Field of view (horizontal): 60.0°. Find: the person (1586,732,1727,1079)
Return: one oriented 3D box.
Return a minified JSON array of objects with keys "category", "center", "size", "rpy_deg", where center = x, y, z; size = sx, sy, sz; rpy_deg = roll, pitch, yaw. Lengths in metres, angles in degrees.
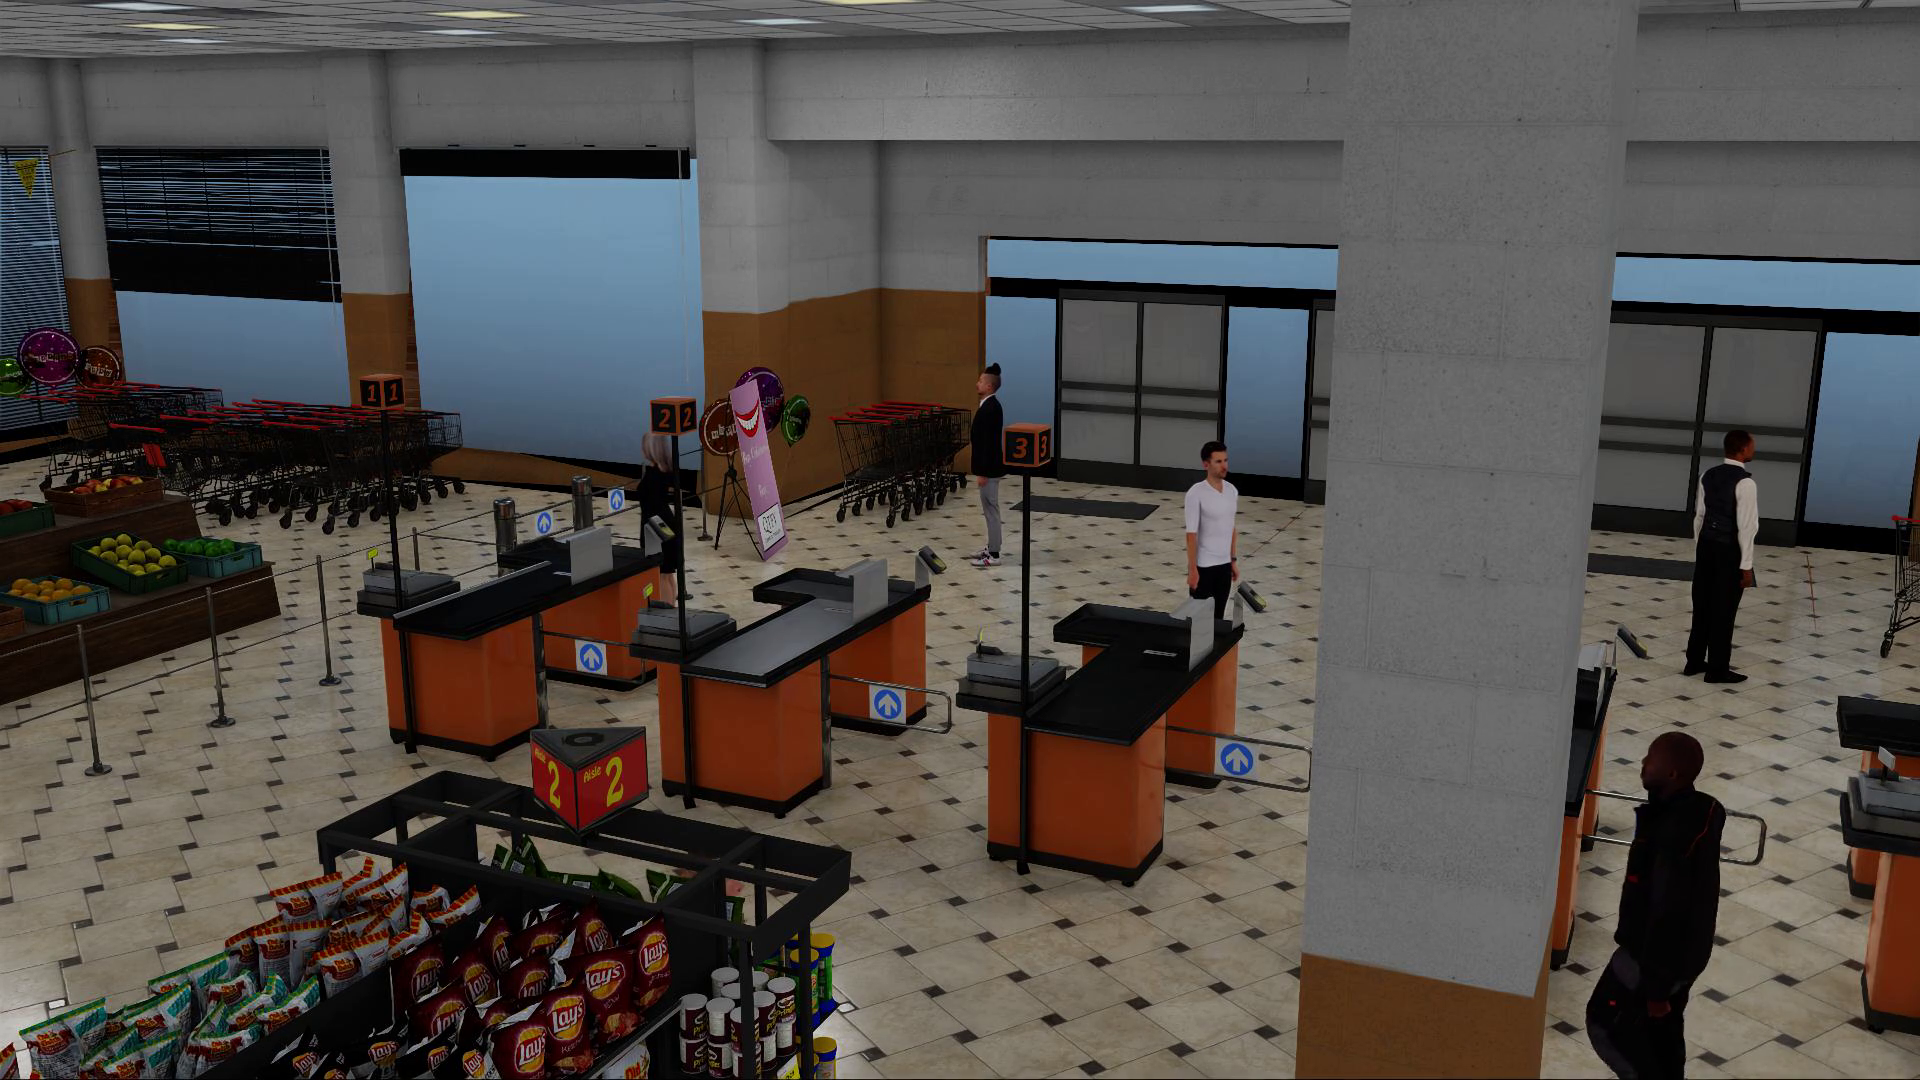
[{"category":"person","center":[2.859,1.635,6.520],"size":[0.824,1.809,0.729],"rpy_deg":[9,16,34]}]

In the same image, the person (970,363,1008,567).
[{"category":"person","center":[0.286,-0.733,15.984],"size":[0.847,1.950,0.693],"rpy_deg":[0,14,1]}]

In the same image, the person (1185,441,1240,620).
[{"category":"person","center":[1.872,0.170,12.473],"size":[0.694,1.851,0.817],"rpy_deg":[-10,17,-35]}]

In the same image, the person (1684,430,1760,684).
[{"category":"person","center":[5.758,0.113,12.569],"size":[0.832,1.917,0.765],"rpy_deg":[-5,14,-18]}]

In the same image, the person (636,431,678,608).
[{"category":"person","center":[-2.456,-0.035,13.540],"size":[0.746,1.746,0.630],"rpy_deg":[1,14,2]}]
